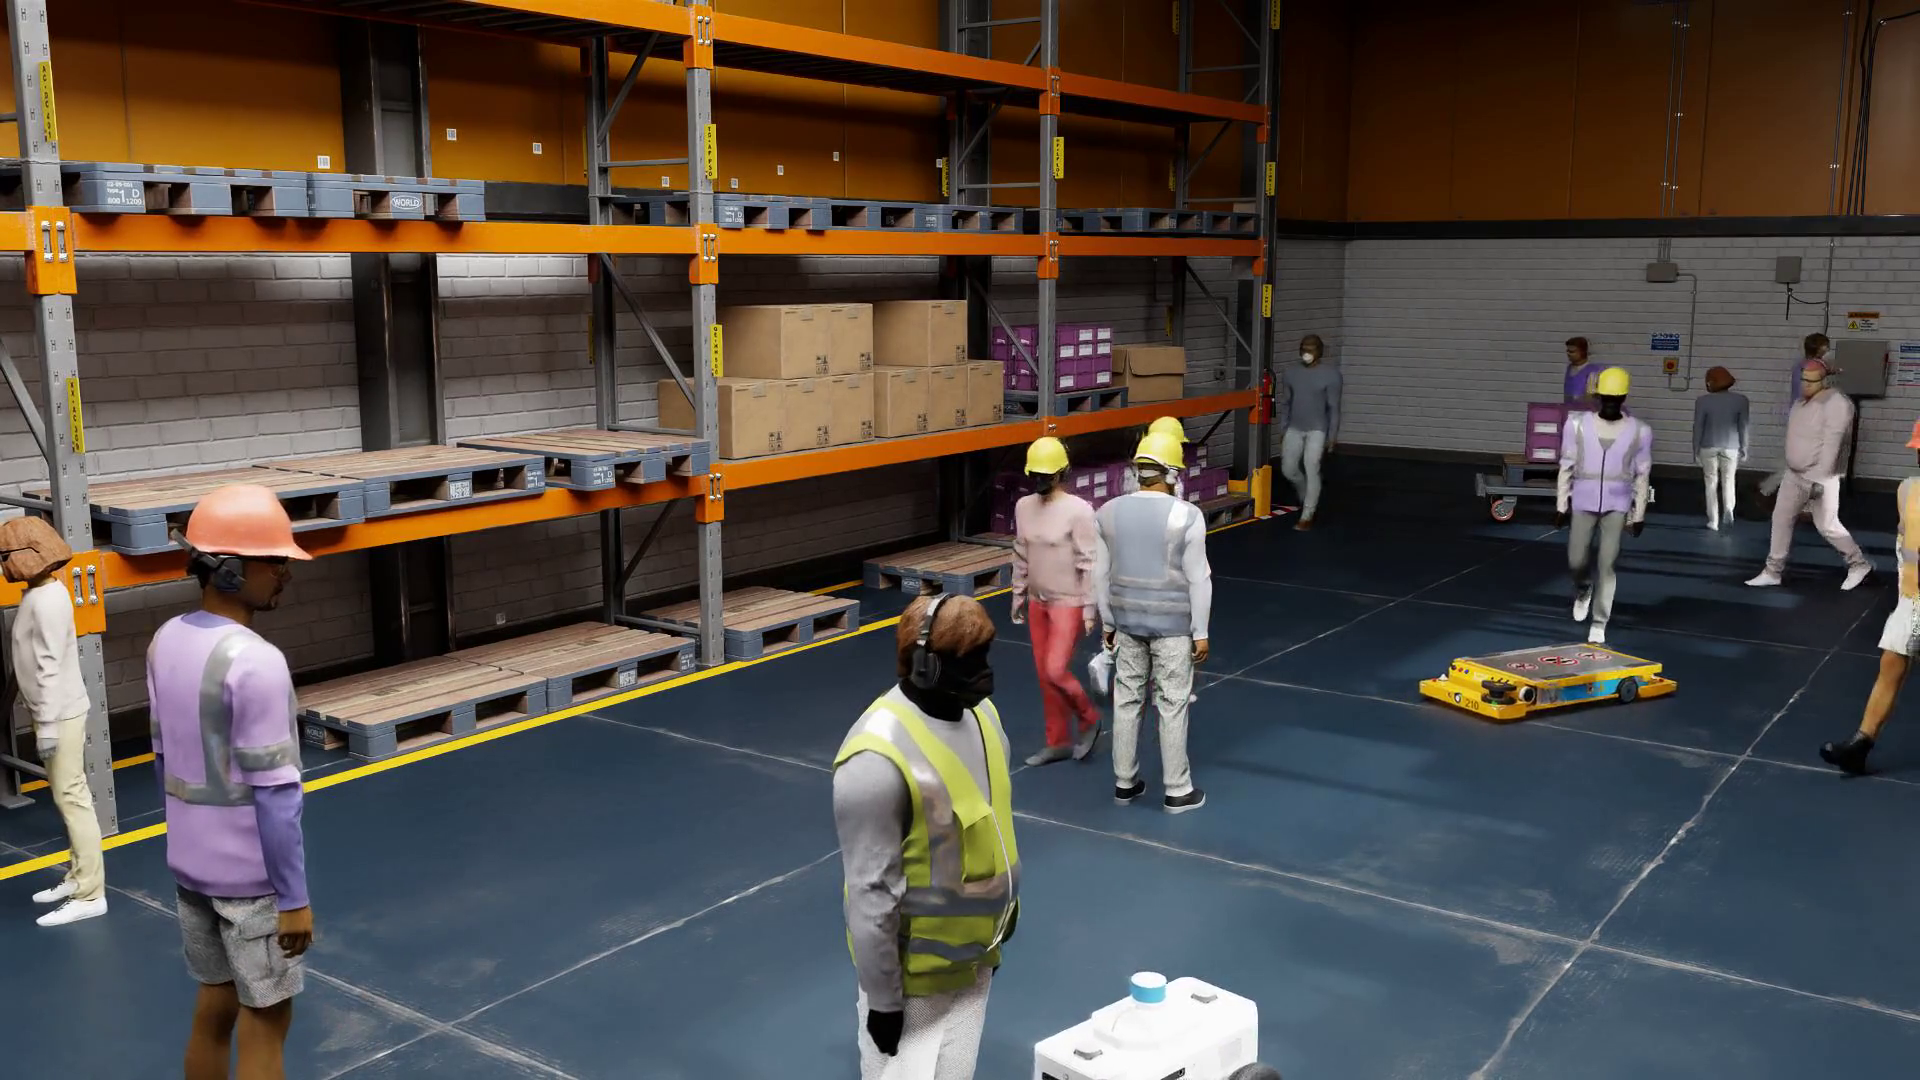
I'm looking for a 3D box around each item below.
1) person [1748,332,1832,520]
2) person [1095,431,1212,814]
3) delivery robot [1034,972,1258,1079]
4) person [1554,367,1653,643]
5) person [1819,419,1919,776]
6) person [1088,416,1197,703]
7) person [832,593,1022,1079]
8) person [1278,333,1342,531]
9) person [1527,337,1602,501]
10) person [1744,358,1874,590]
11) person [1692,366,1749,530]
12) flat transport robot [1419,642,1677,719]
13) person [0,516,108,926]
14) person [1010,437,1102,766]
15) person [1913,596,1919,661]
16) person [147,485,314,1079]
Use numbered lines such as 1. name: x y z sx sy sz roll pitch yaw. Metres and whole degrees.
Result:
1. person: 8.492 -1.142 16.823 0.712 1.919 0.632 5 11 27
2. person: 0.935 0.393 7.948 0.588 1.823 0.403 6 11 32
3. delivery robot: 0.544 1.502 4.833 0.707 0.478 0.477 -9 13 -43
4. person: 4.463 -0.257 11.558 0.615 1.910 0.625 4 10 23
5. person: 4.877 0.290 8.384 1.018 1.876 0.569 -4 10 -22
6. person: 1.091 0.138 9.734 0.608 1.728 0.489 -5 11 -29
7. person: -0.063 1.029 4.145 0.431 1.835 0.624 5 11 28
8. person: 3.417 -1.053 16.245 0.657 1.924 0.493 8 12 38
9. person: 6.583 -1.283 17.976 0.883 1.799 0.591 -1 10 -9
10. person: 6.852 -0.519 13.240 0.864 1.869 0.641 -2 10 -11
11. person: 7.394 -0.881 16.179 0.522 1.597 0.424 3 10 15
12. flat transport robot: 3.535 0.826 9.979 1.431 0.197 0.652 -5 11 -26
13. person: -3.628 0.710 6.644 0.272 1.627 0.496 -6 11 -32
14. person: 0.477 0.330 8.550 0.420 1.738 0.569 -8 13 -40
15. person: 4.789 0.510 7.826 0.547 1.612 0.649 6 11 33
16. person: -1.917 0.865 4.498 0.610 2.037 0.400 8 13 40
